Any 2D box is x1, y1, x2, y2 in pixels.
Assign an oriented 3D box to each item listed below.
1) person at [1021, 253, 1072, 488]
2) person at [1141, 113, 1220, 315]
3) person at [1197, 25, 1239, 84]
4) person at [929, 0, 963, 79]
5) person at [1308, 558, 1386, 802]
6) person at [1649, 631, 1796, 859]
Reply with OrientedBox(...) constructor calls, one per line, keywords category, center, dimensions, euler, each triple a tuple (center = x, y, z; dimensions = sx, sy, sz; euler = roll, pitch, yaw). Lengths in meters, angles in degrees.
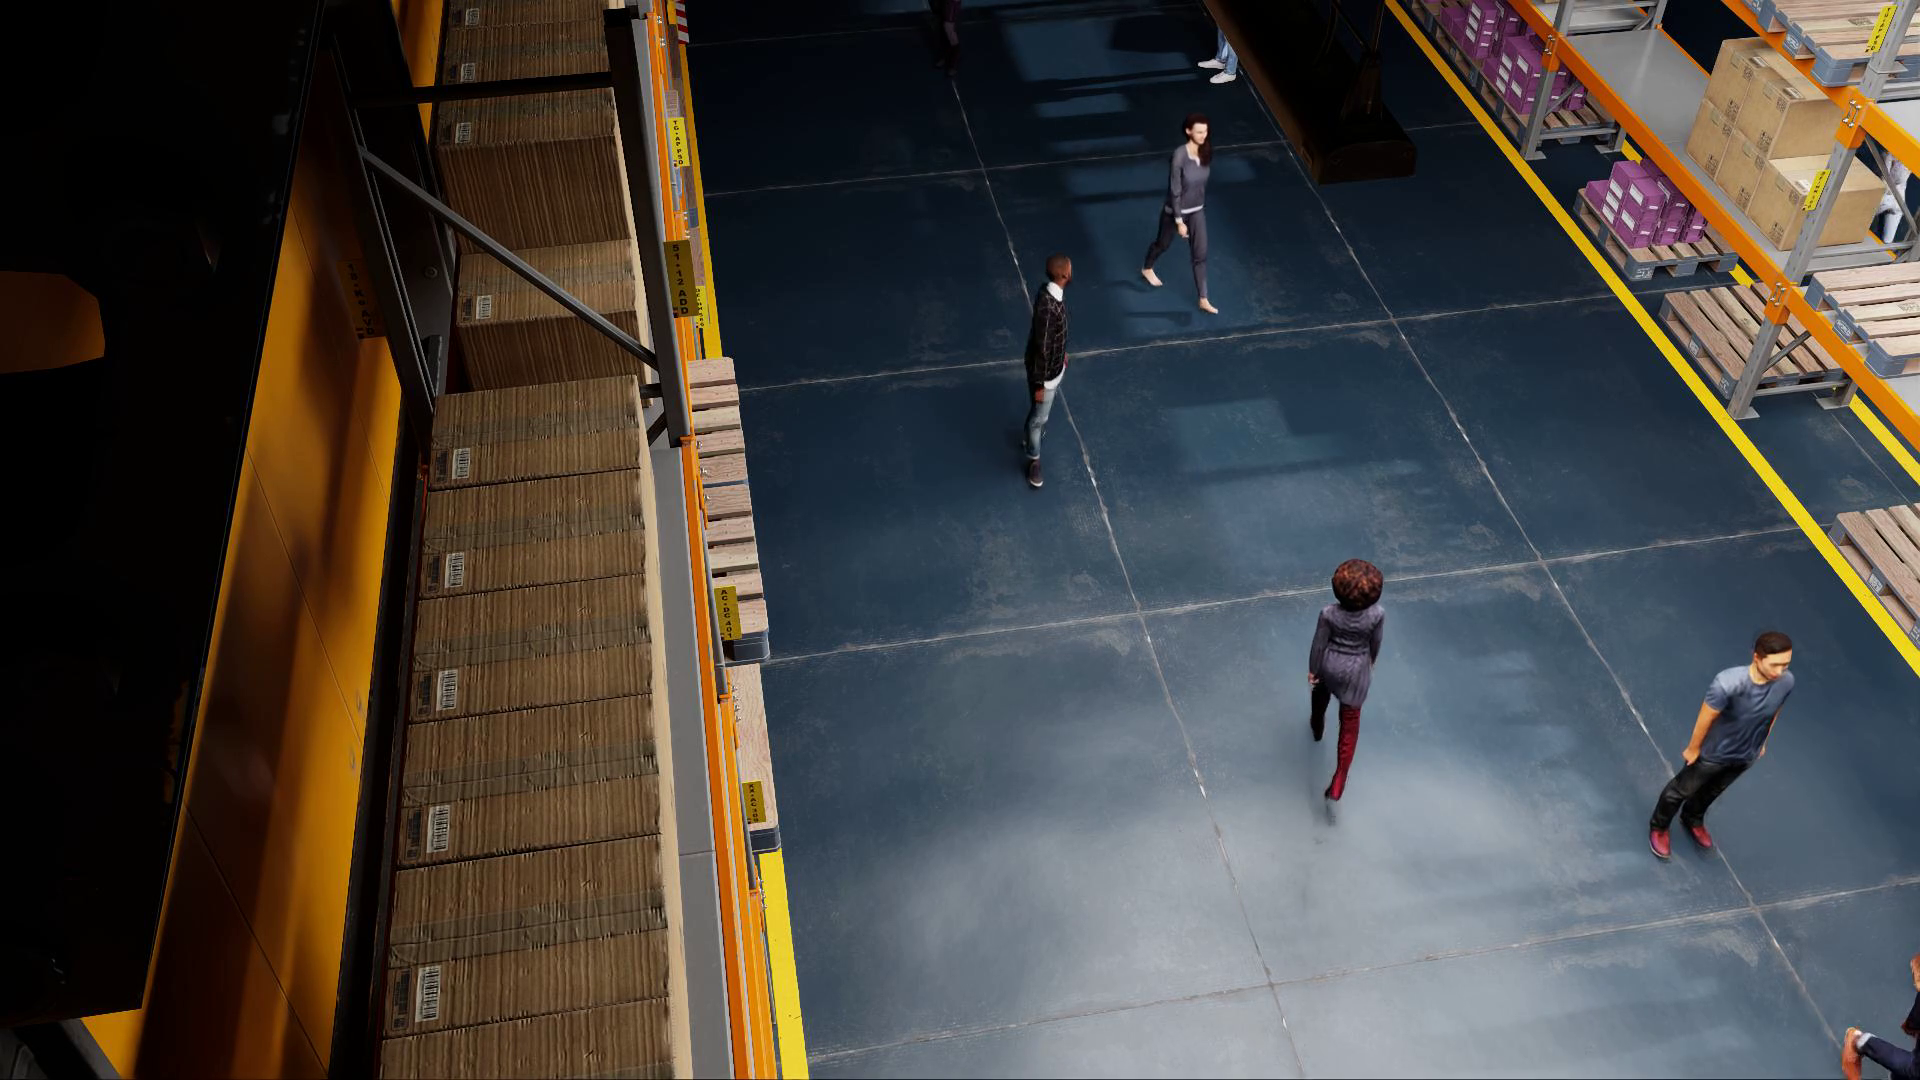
OrientedBox(category="person", center=(0.587, -1.235, 12.212), dimensions=(0.943, 1.793, 0.678), euler=(18, 46, 18))
OrientedBox(category="person", center=(1.791, -2.766, 13.873), dimensions=(0.920, 1.719, 1.213), euler=(-25, 49, -24))
OrientedBox(category="person", center=(2.713, -5.501, 16.649), dimensions=(0.694, 1.850, 0.468), euler=(-7, 44, -7))
OrientedBox(category="person", center=(-0.115, -5.656, 16.828), dimensions=(0.840, 1.828, 0.887), euler=(22, 48, 21))
OrientedBox(category="person", center=(2.337, 0.850, 10.103), dimensions=(0.837, 1.683, 1.168), euler=(7, 44, 7))
OrientedBox(category="person", center=(4.452, 1.171, 9.676), dimensions=(0.644, 1.808, 0.510), euler=(-7, 44, -7))
